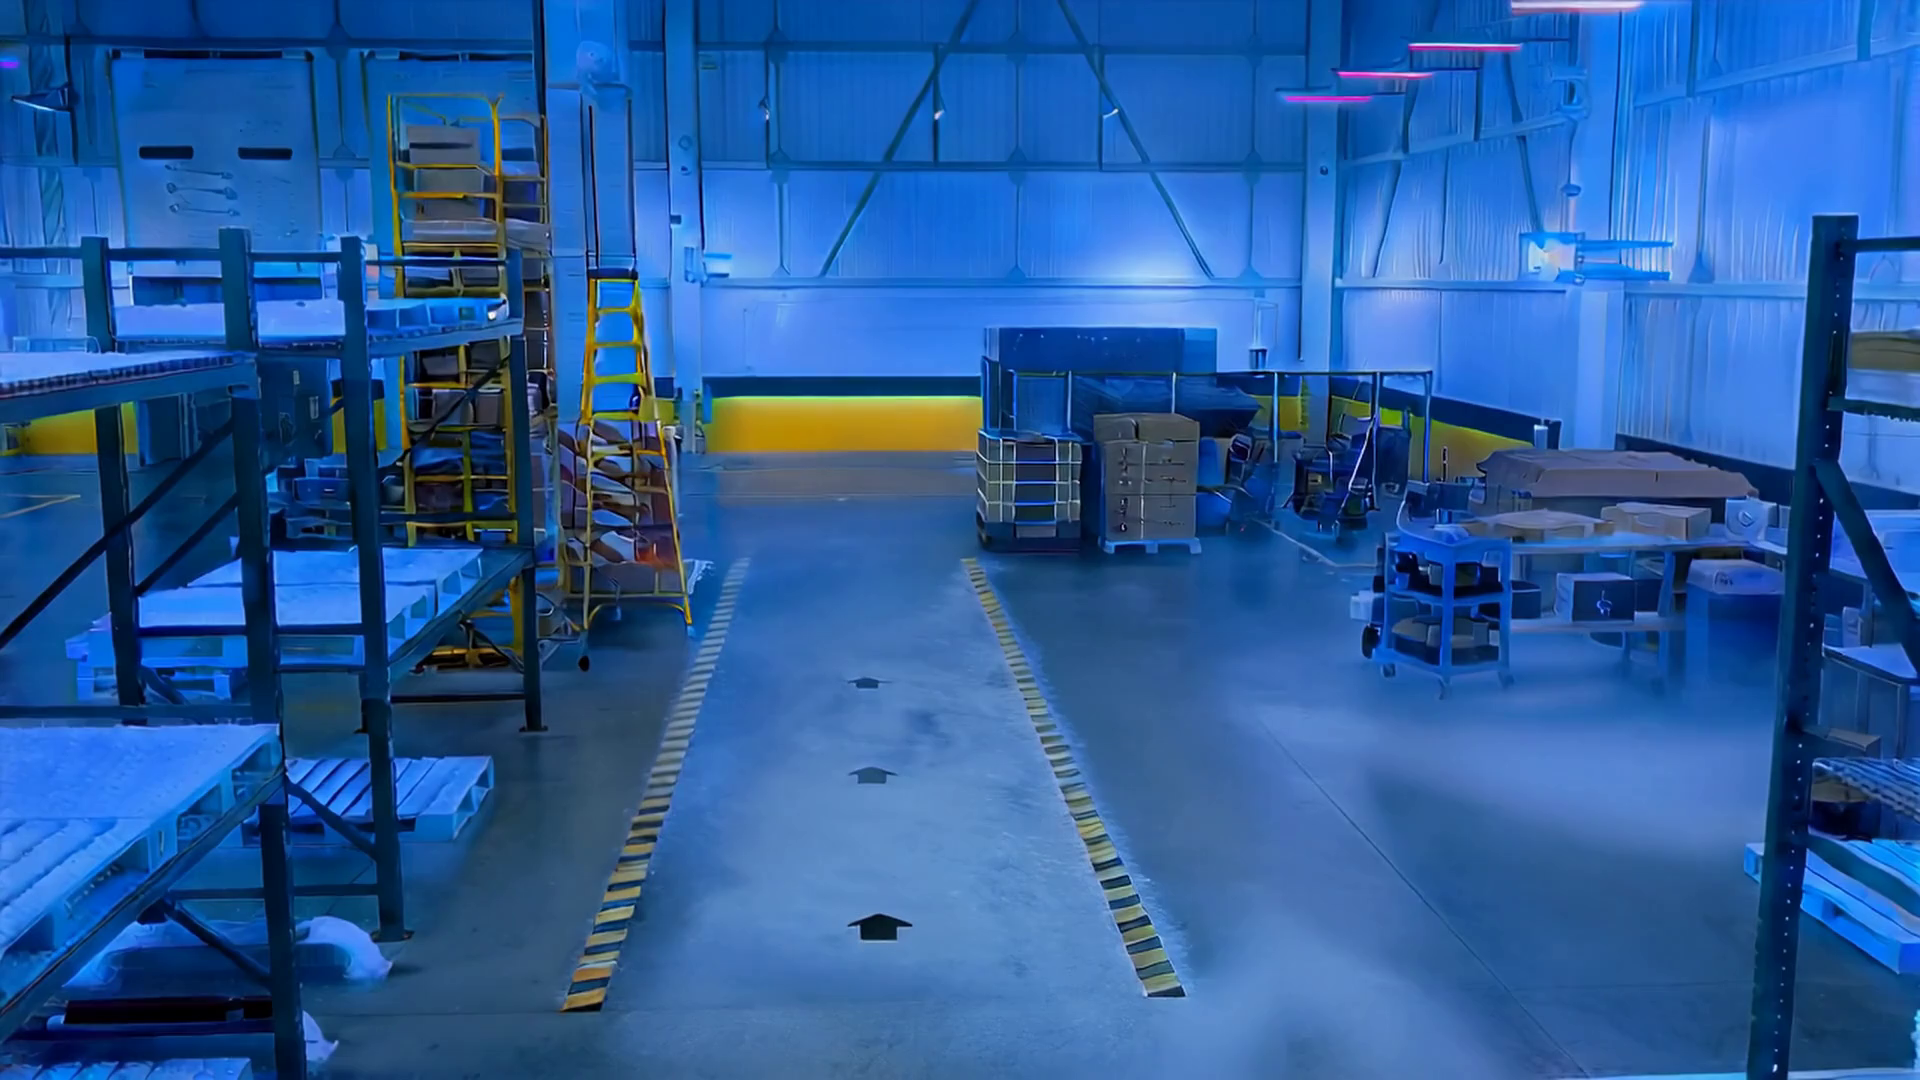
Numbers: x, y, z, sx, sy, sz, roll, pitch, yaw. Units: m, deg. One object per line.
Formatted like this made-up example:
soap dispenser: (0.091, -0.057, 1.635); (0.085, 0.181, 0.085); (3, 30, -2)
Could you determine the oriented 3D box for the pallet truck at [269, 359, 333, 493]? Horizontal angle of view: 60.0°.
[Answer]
pallet truck: (-7.062, -1.131, 18.996); (1.885, 1.965, 0.823); (2, 9, 13)
